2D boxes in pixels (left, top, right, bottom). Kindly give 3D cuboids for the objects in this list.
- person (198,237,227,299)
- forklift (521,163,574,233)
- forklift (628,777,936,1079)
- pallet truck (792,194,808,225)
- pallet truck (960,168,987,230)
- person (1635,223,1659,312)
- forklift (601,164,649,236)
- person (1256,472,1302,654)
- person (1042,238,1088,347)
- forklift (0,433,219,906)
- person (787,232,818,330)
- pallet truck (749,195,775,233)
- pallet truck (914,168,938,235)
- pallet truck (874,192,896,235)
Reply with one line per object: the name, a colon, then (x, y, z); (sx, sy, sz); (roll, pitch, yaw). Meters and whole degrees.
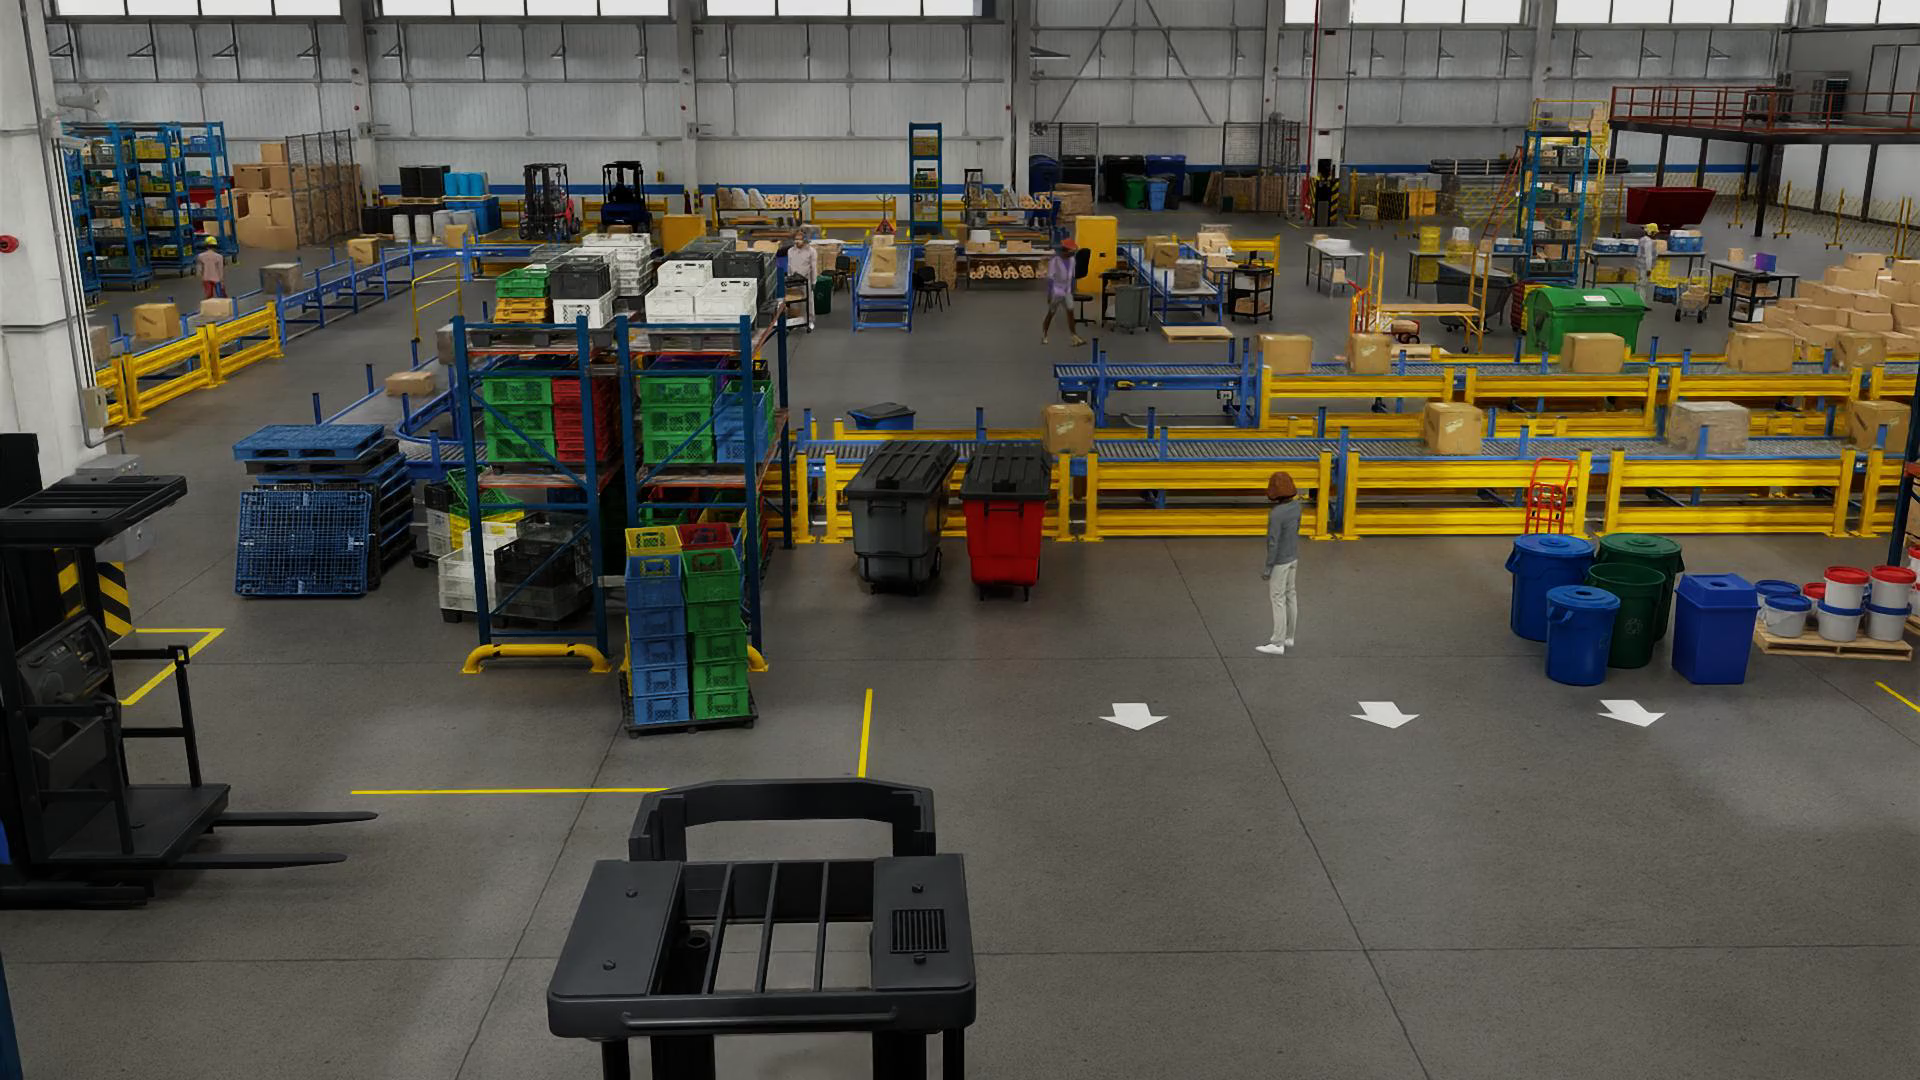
person: (-14.799, -5.152, 33.046); (0.527, 1.726, 0.852); (-1, 16, -3)
forklift: (-12.233, -10.122, 49.298); (1.157, 1.987, 2.680); (0, 16, -1)
forklift: (-0.542, 2.165, 5.552); (1.129, 2.768, 1.873); (-1, 16, -2)
pallet truck: (-4.814, -9.883, 50.259); (0.704, 1.261, 1.522); (-1, 16, -3)
pallet truck: (0.383, -10.230, 50.206); (0.823, 1.965, 1.885); (-1, 16, -3)
person: (14.360, -5.706, 34.797); (0.403, 1.822, 0.588); (2, 16, 6)
forklift: (-9.948, -10.127, 49.296); (1.157, 1.987, 2.680); (-1, 16, -3)
person: (2.815, 0.197, 14.613); (0.279, 1.633, 0.497); (12, 20, 36)
person: (1.854, -4.509, 30.373); (0.712, 1.976, 1.036); (-11, 20, -35)
forklift: (-5.952, 0.780, 10.366); (1.873, 2.768, 1.129); (0, 16, -1)
person: (-3.075, -5.033, 32.328); (0.635, 1.899, 0.401); (6, 17, 21)
pallet truck: (-6.051, -9.967, 50.660); (0.680, 1.201, 1.601); (0, 16, -1)
pallet truck: (-0.989, -10.316, 50.507); (0.823, 1.965, 1.885); (1, 16, 3)
pallet truck: (-2.277, -9.986, 50.594); (0.653, 1.274, 1.630); (0, 16, -1)
